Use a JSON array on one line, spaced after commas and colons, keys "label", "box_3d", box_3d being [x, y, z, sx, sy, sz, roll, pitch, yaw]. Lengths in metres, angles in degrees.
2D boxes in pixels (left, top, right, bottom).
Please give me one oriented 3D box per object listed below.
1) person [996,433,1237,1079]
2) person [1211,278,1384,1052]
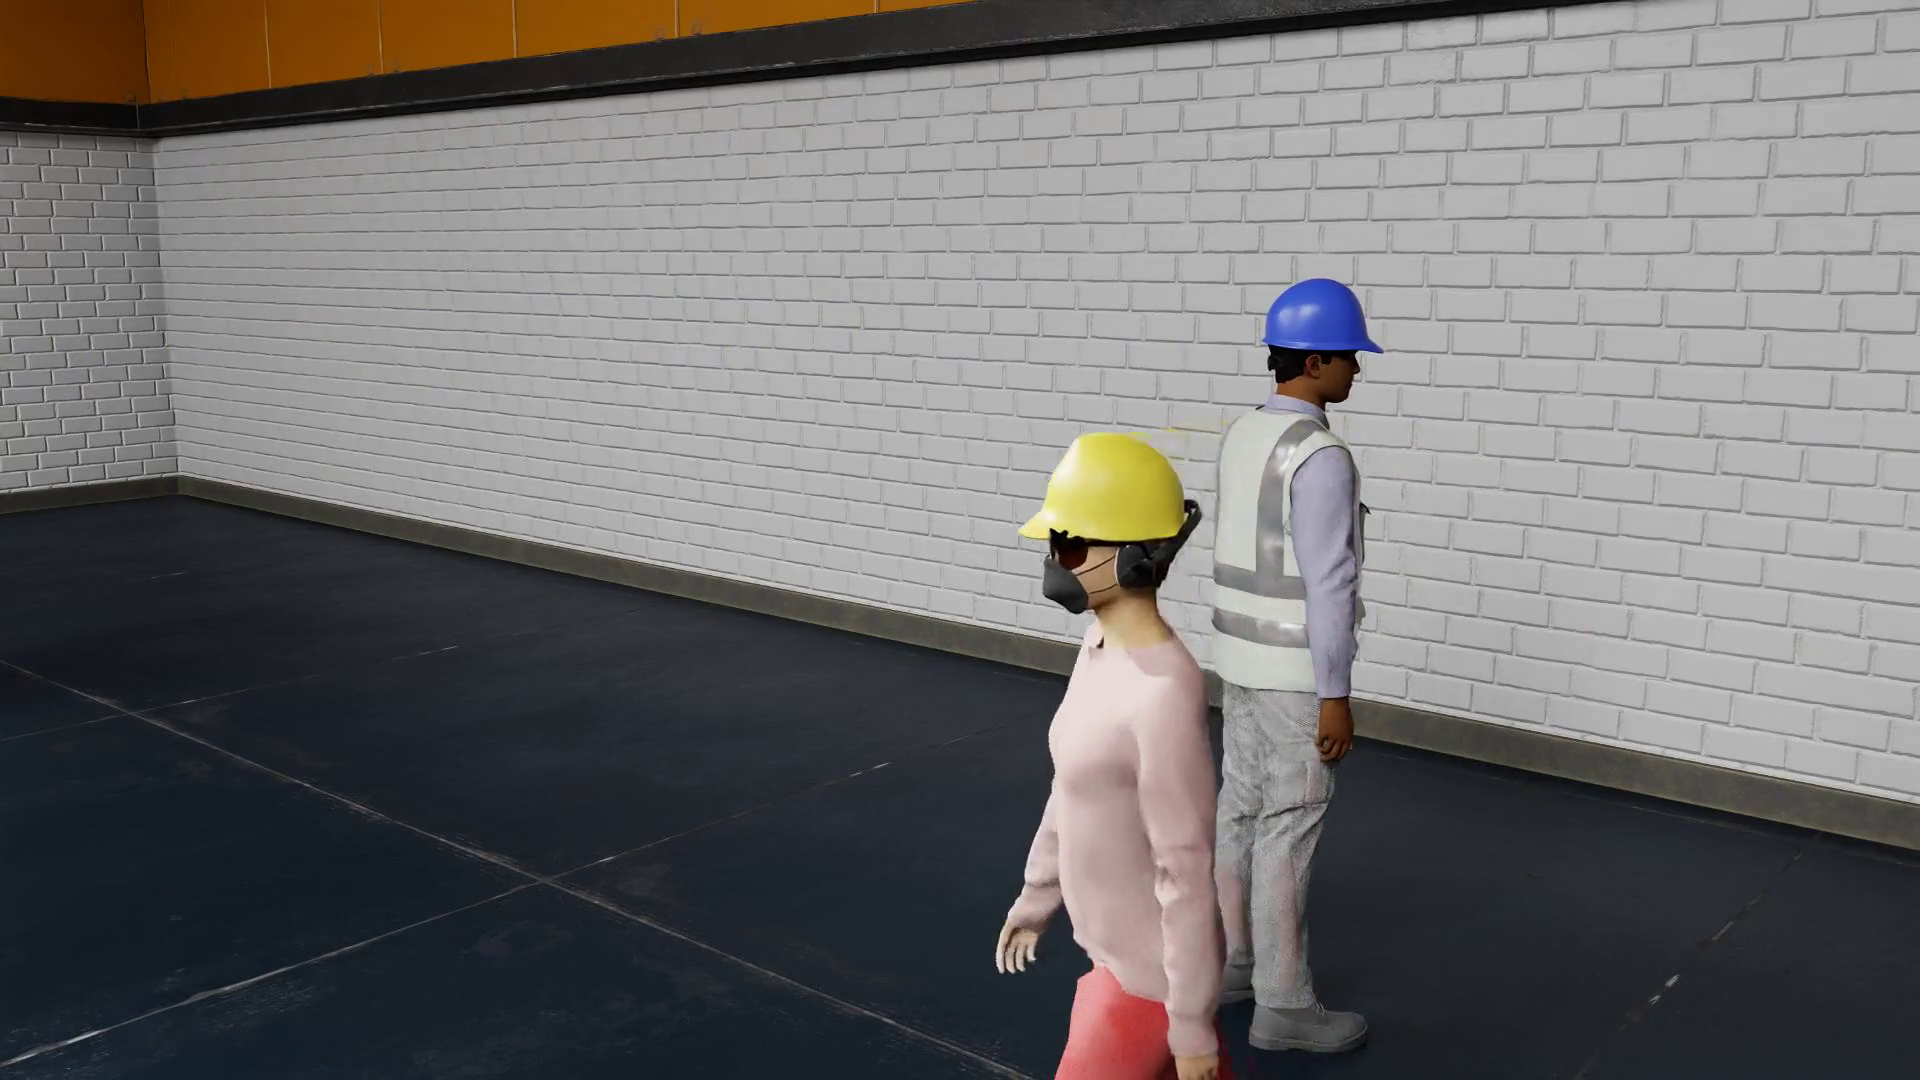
[{"label": "person", "box_3d": [0.232, 0.686, 2.759, 0.909, 1.724, 0.522, -1, 10, -3]}, {"label": "person", "box_3d": [0.848, 0.314, 4.256, 0.405, 1.945, 0.615, -2, 10, -14]}]
